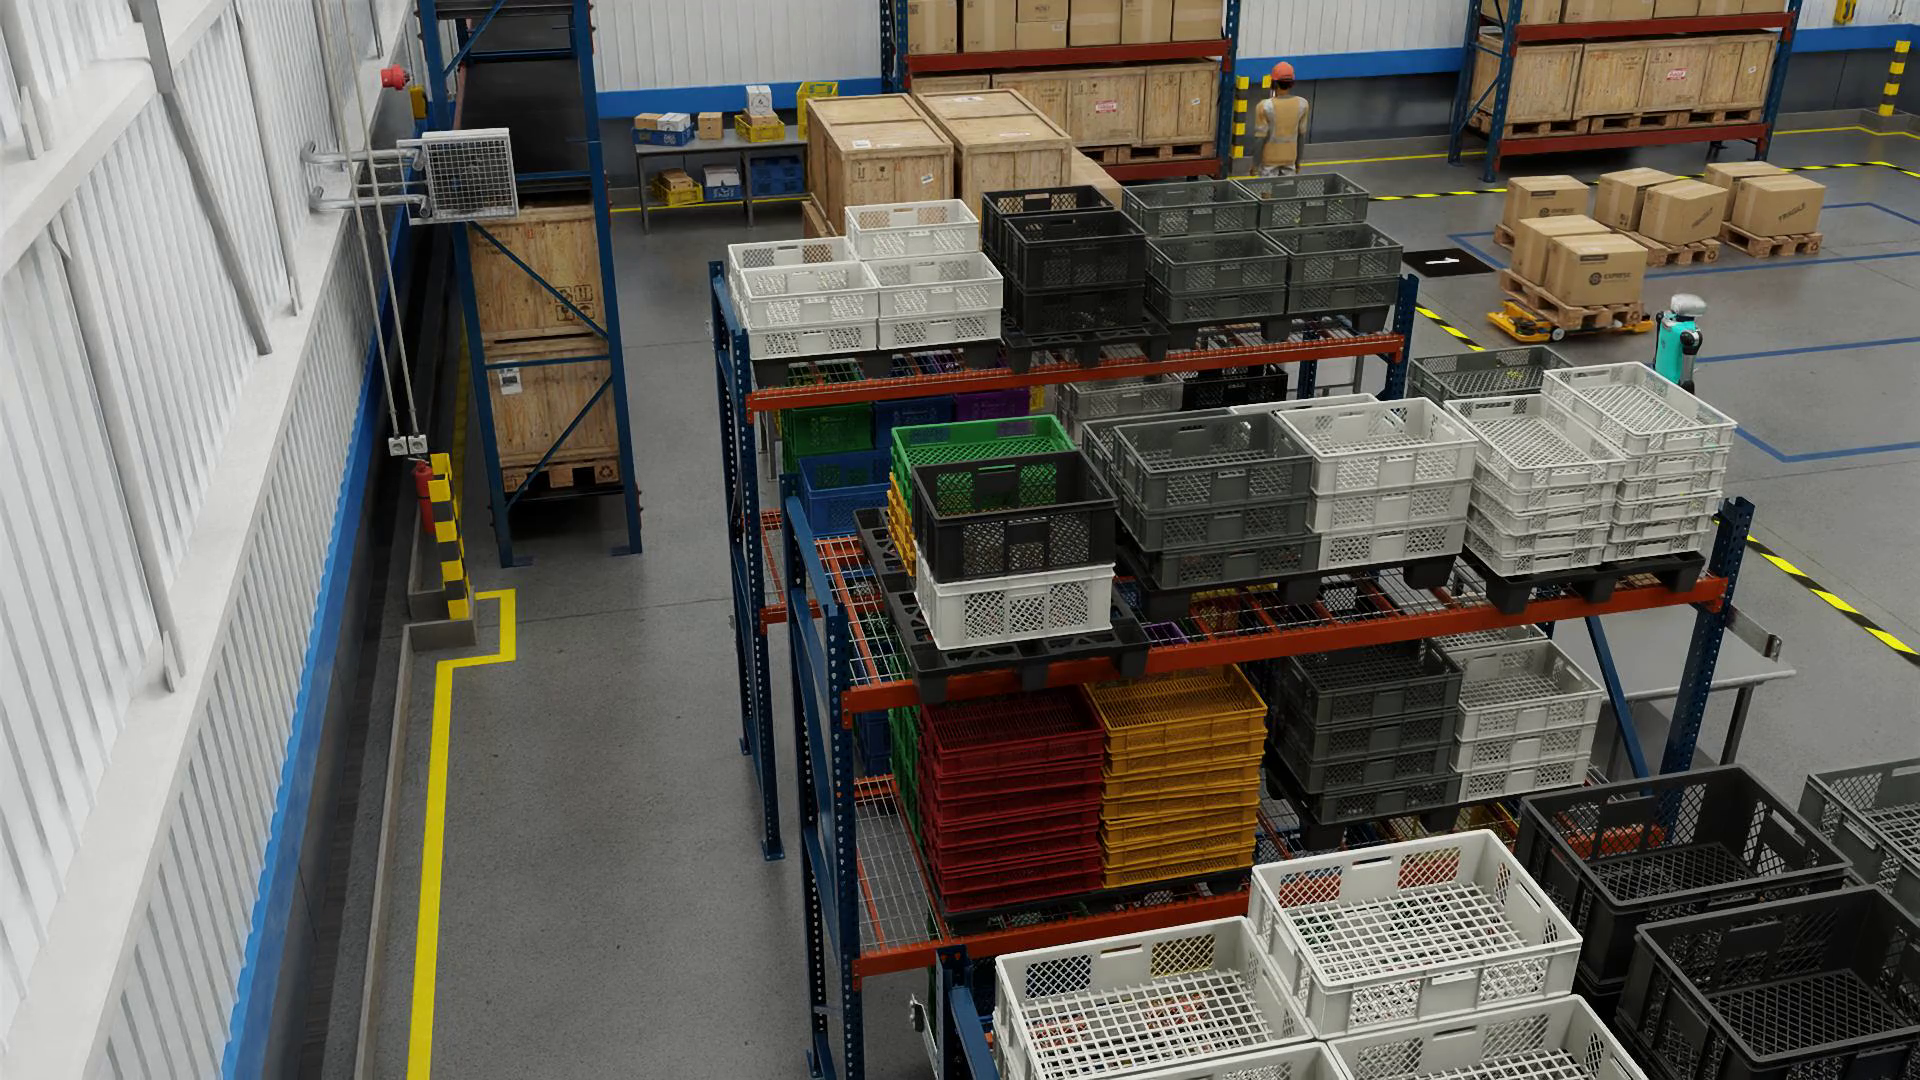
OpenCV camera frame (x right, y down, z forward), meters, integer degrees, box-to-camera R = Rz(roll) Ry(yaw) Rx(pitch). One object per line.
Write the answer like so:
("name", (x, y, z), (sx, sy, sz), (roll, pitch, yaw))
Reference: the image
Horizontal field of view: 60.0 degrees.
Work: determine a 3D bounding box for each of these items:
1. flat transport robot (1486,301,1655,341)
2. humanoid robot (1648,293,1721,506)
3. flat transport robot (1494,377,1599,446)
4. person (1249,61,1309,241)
("flat transport robot", (5.936, -2.182, 16.156), (1.431, 0.197, 0.652), (-6, 28, -12))
("humanoid robot", (5.404, -1.000, 12.227), (0.735, 1.675, 0.533), (-2, 28, -3))
("flat transport robot", (4.780, -1.036, 14.013), (0.659, 0.231, 1.431), (-6, 28, -12))
("person", (3.415, -4.121, 17.963), (0.606, 2.044, 0.389), (-7, 29, -13))
